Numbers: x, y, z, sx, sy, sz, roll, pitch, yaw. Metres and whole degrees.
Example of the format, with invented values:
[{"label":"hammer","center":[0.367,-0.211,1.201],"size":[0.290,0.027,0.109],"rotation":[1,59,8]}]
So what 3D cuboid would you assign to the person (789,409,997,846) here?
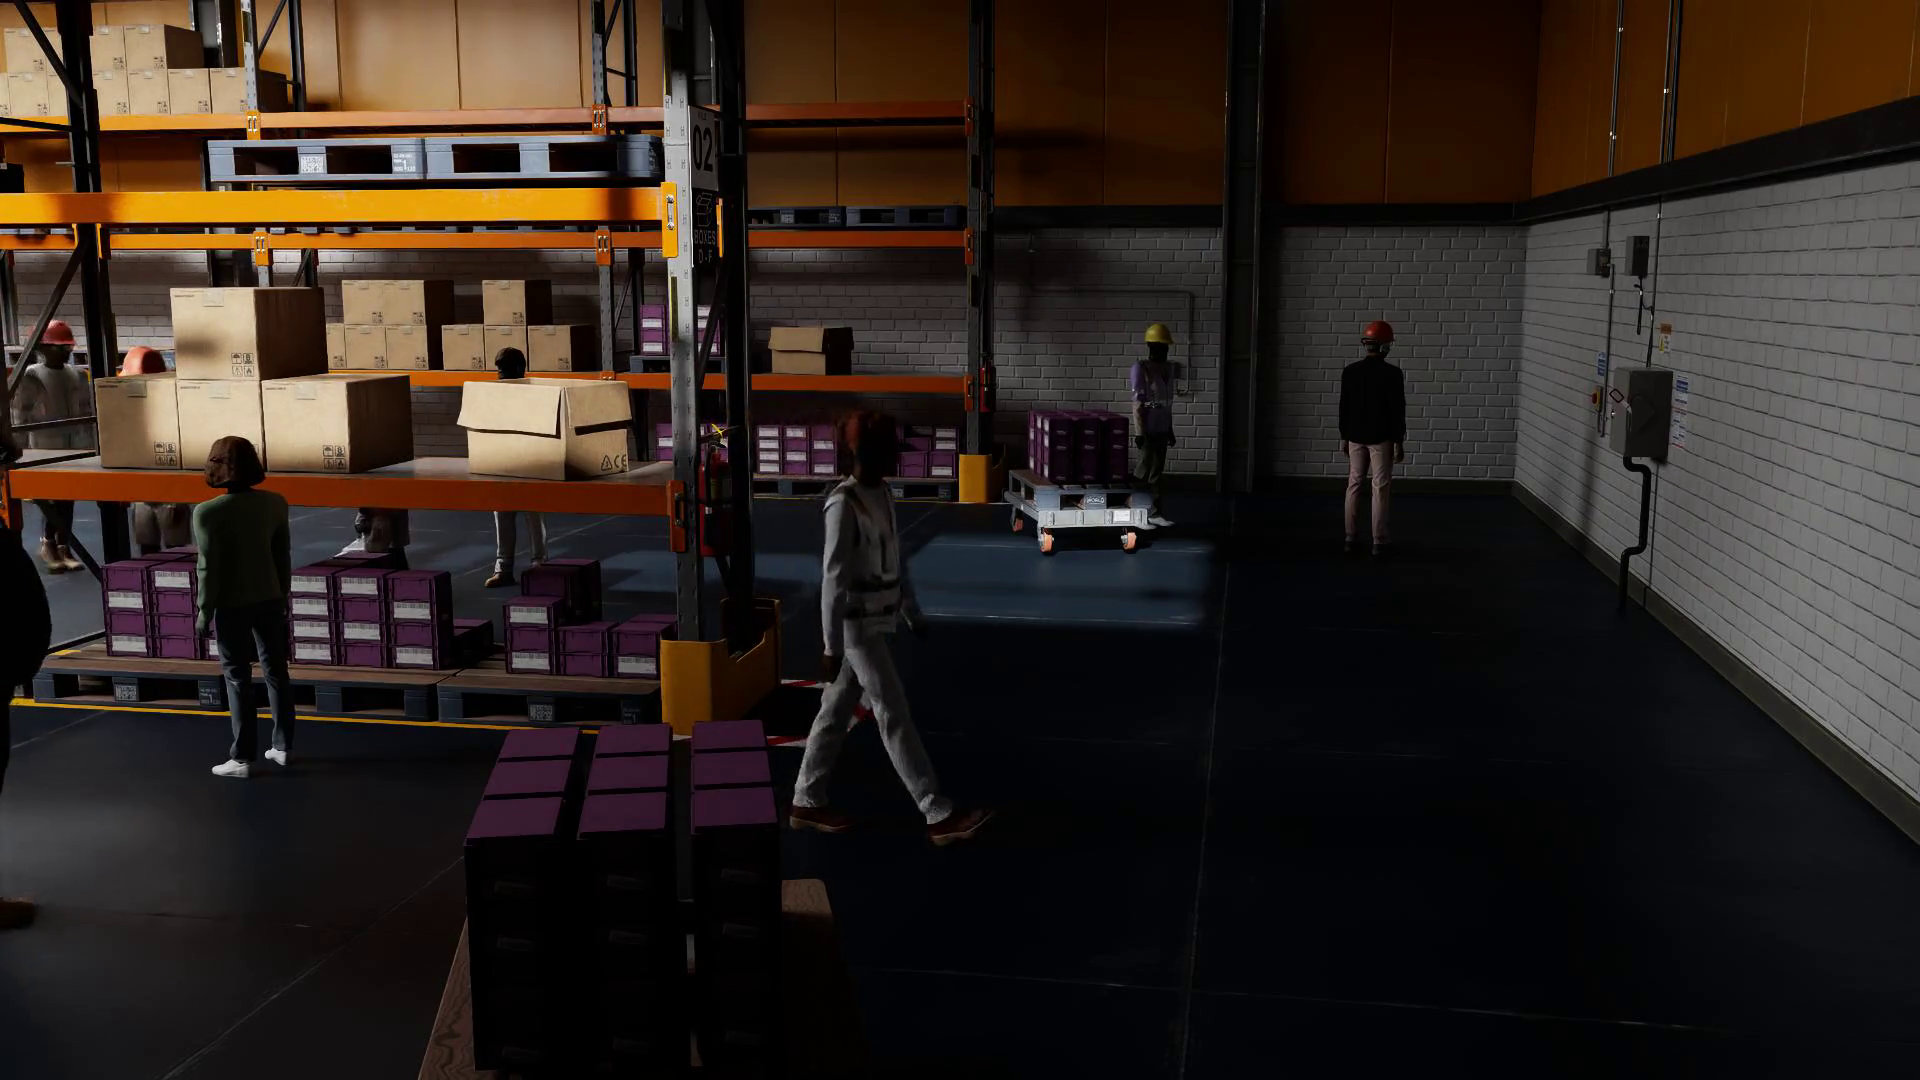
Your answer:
[{"label":"person","center":[-0.312,0.371,6.995],"size":[0.967,1.832,0.597],"rotation":[2,9,12]}]

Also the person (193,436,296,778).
[{"label":"person","center":[-3.425,0.316,7.972],"size":[0.279,1.636,0.505],"rotation":[5,11,30]}]

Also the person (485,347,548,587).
[{"label":"person","center":[-3.385,-0.542,12.663],"size":[0.633,1.841,0.429],"rotation":[2,9,13]}]

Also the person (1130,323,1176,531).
[{"label":"person","center":[1.827,-1.062,15.621],"size":[0.360,1.929,0.587],"rotation":[8,12,40]}]

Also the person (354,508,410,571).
[{"label":"person","center":[-3.830,-0.202,11.002],"size":[0.315,1.696,0.541],"rotation":[2,9,10]}]

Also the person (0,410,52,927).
[{"label":"person","center":[-3.687,0.433,5.998],"size":[0.740,2.000,0.746],"rotation":[-6,11,-32]}]

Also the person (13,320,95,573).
[{"label":"person","center":[-7.178,-0.733,13.272],"size":[0.503,2.023,0.625],"rotation":[4,10,23]}]

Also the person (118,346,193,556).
[{"label":"person","center":[-5.205,-0.288,10.791],"size":[0.547,1.937,0.365],"rotation":[4,10,23]}]

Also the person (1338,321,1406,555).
[{"label":"person","center":[3.536,-0.871,14.228],"size":[0.385,1.993,0.624],"rotation":[-9,13,-43]}]

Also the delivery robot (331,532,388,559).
[{"label":"delivery robot","center":[-4.265,0.171,11.931],"size":[0.477,0.478,0.707],"rotation":[0,9,-4]}]
